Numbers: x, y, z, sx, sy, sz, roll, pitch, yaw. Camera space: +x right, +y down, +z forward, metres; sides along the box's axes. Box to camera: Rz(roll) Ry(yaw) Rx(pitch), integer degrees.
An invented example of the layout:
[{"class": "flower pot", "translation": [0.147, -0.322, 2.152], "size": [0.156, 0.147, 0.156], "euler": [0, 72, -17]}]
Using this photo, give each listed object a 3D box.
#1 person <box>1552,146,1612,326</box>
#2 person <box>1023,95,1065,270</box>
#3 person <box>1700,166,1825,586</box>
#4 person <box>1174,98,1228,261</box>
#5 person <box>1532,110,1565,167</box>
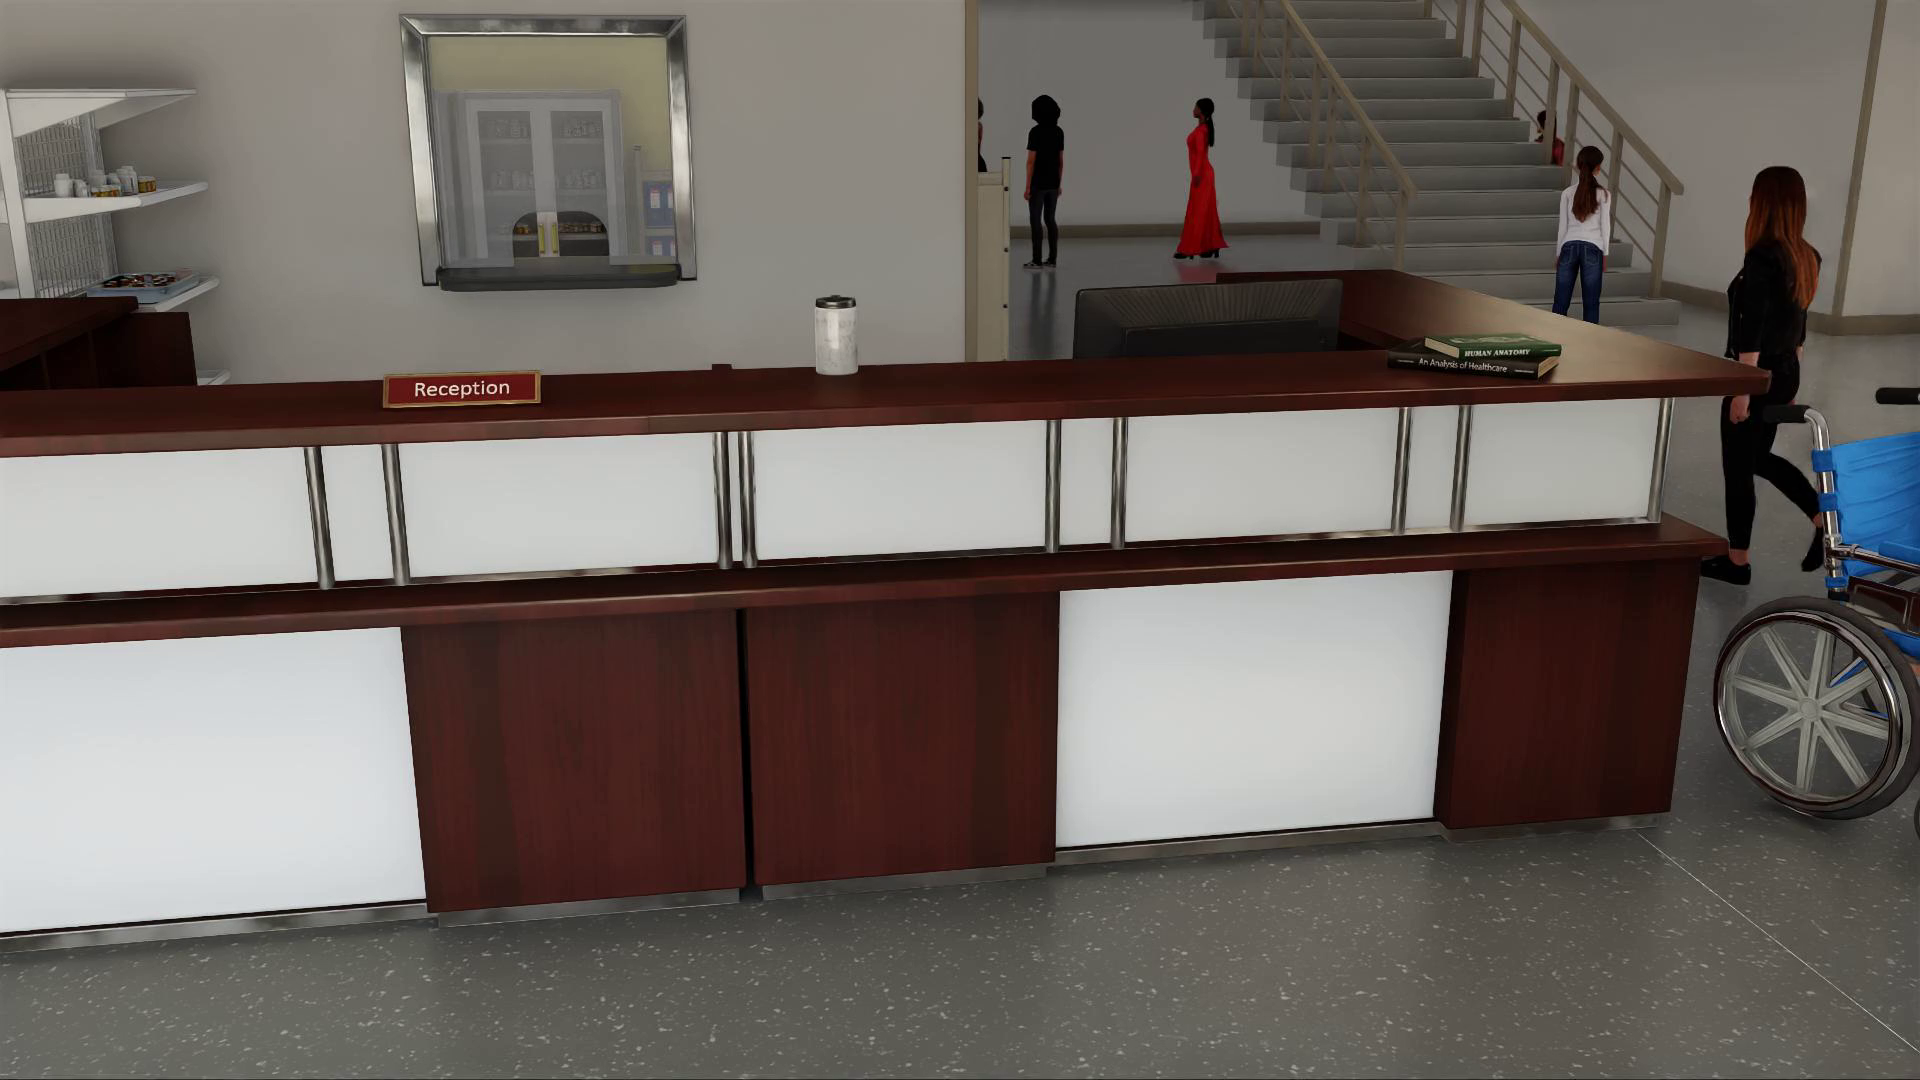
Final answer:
[{"class": "person", "translation": [4.498, -2.064, 12.062], "size": [0.624, 1.559, 0.669], "euler": [8, 17, 25]}, {"class": "person", "translation": [0.911, -3.847, 17.871], "size": [0.706, 1.826, 0.691], "euler": [-11, 19, -35]}, {"class": "person", "translation": [3.315, -0.613, 6.665], "size": [0.836, 1.693, 0.953], "euler": [-13, 20, -38]}, {"class": "person", "translation": [2.761, -4.048, 18.692], "size": [0.880, 1.779, 0.866], "euler": [5, 16, 17]}, {"class": "person", "translation": [5.860, -3.409, 16.608], "size": [0.716, 1.681, 0.839], "euler": [-6, 17, -21]}]
